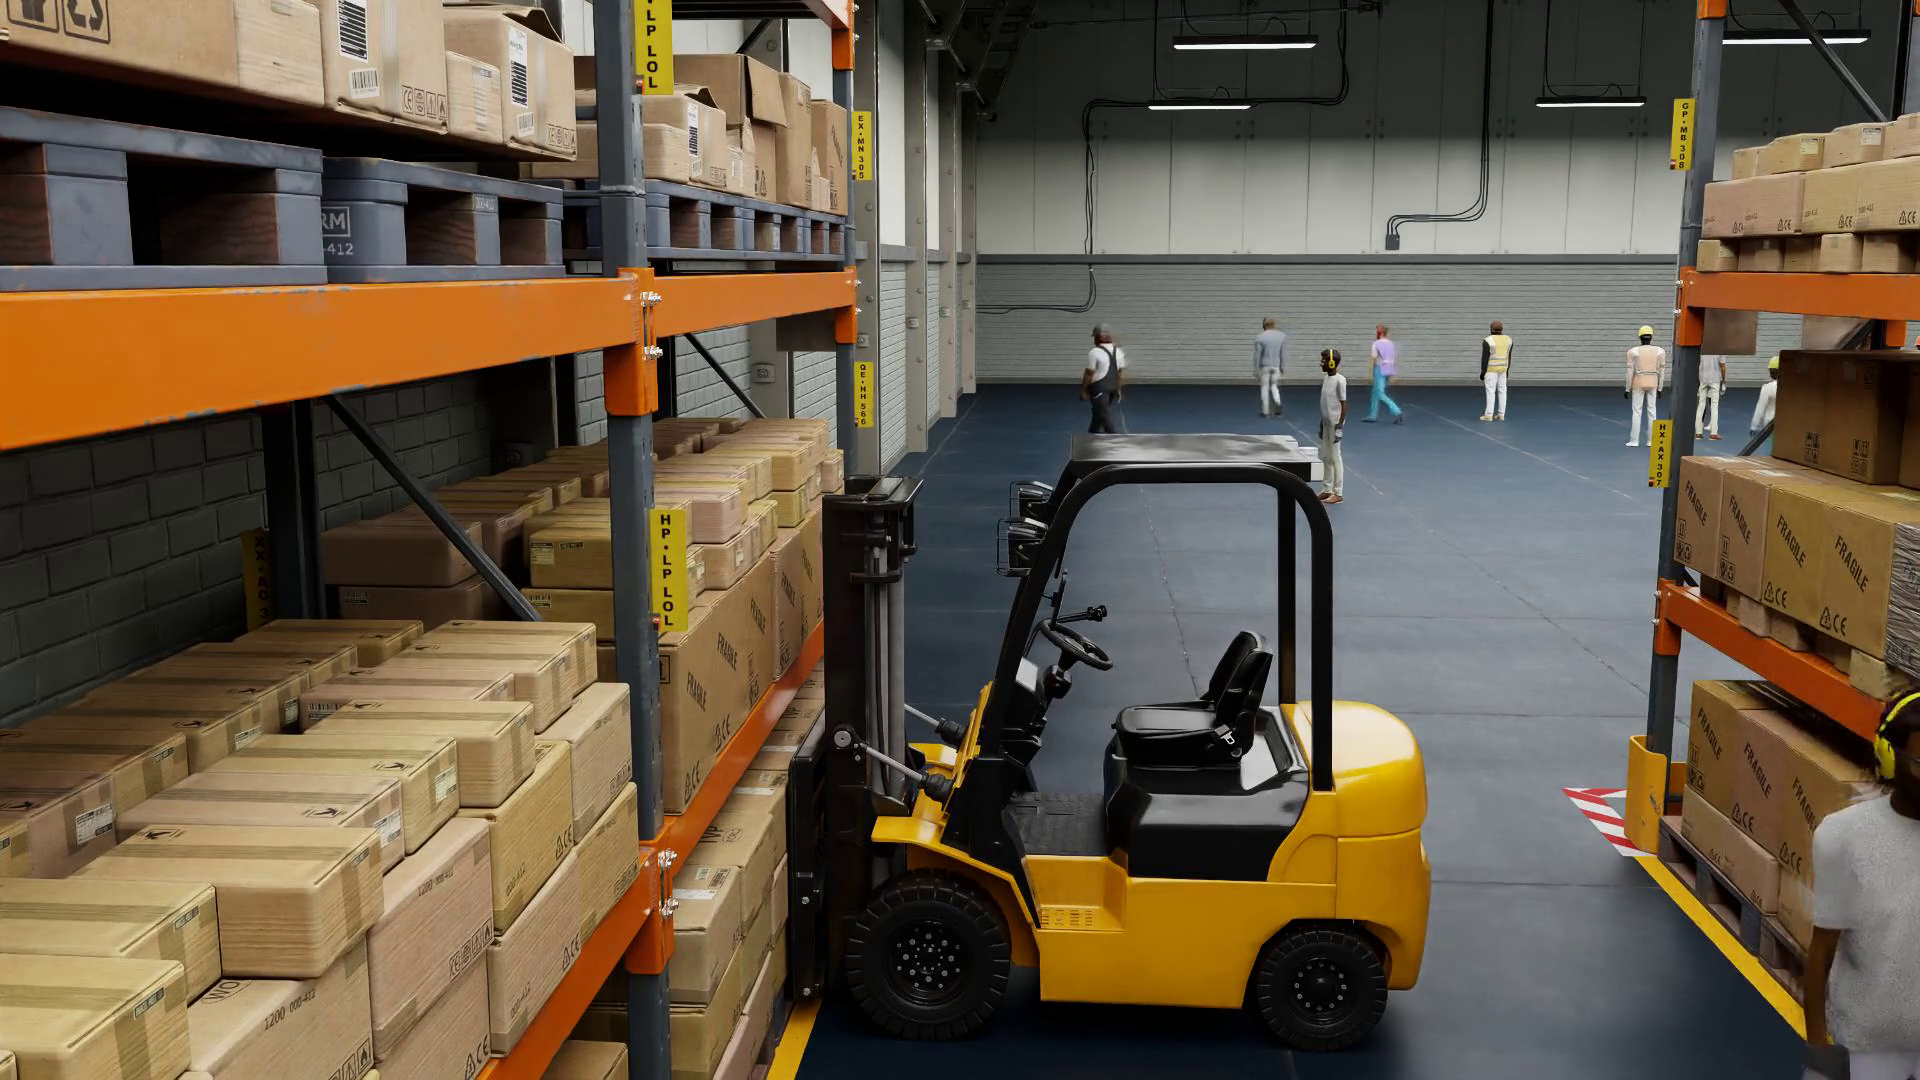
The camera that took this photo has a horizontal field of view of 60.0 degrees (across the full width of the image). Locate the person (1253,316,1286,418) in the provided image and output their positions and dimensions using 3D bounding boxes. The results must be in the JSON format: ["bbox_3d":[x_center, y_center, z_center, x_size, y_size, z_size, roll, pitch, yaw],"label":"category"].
[{"bbox_3d":[5.801,-3.237,31.203,0.657,1.924,0.493,-3,10,-17],"label":"person"}]

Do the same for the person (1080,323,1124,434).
[{"bbox_3d":[2.141,-2.344,25.446,1.012,2.000,0.696,9,13,43],"label":"person"}]

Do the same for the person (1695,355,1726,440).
[{"bbox_3d":[12.367,-2.582,27.402,0.512,1.872,0.328,9,13,42],"label":"person"}]

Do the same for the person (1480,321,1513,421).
[{"bbox_3d":[9.891,-3.123,30.767,0.621,1.845,0.430,-3,10,-18],"label":"person"}]

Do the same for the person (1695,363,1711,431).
[{"bbox_3d":[13.028,-2.755,28.975,0.318,1.699,0.535,-4,10,-20],"label":"person"}]

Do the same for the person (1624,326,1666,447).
[{"bbox_3d":[10.788,-2.414,26.240,0.585,1.918,0.381,1,9,5],"label":"person"}]

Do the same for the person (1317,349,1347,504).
[{"bbox_3d":[4.469,-1.365,20.054,0.335,1.865,0.519,-2,10,-13],"label":"person"}]

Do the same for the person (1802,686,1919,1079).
[{"bbox_3d":[2.339,1.273,4.092,0.576,1.852,0.472,0,9,-2],"label":"person"}]

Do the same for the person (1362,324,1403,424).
[{"bbox_3d":[7.687,-3.005,30.149,0.814,1.813,0.571,9,13,42],"label":"person"}]

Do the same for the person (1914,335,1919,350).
[{"bbox_3d":[13.337,-1.907,23.112,0.544,1.939,0.354,-3,10,-20],"label":"person"}]

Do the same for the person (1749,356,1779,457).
[{"bbox_3d":[10.143,-1.435,20.848,0.552,1.725,0.853,-3,10,-19],"label":"person"}]
